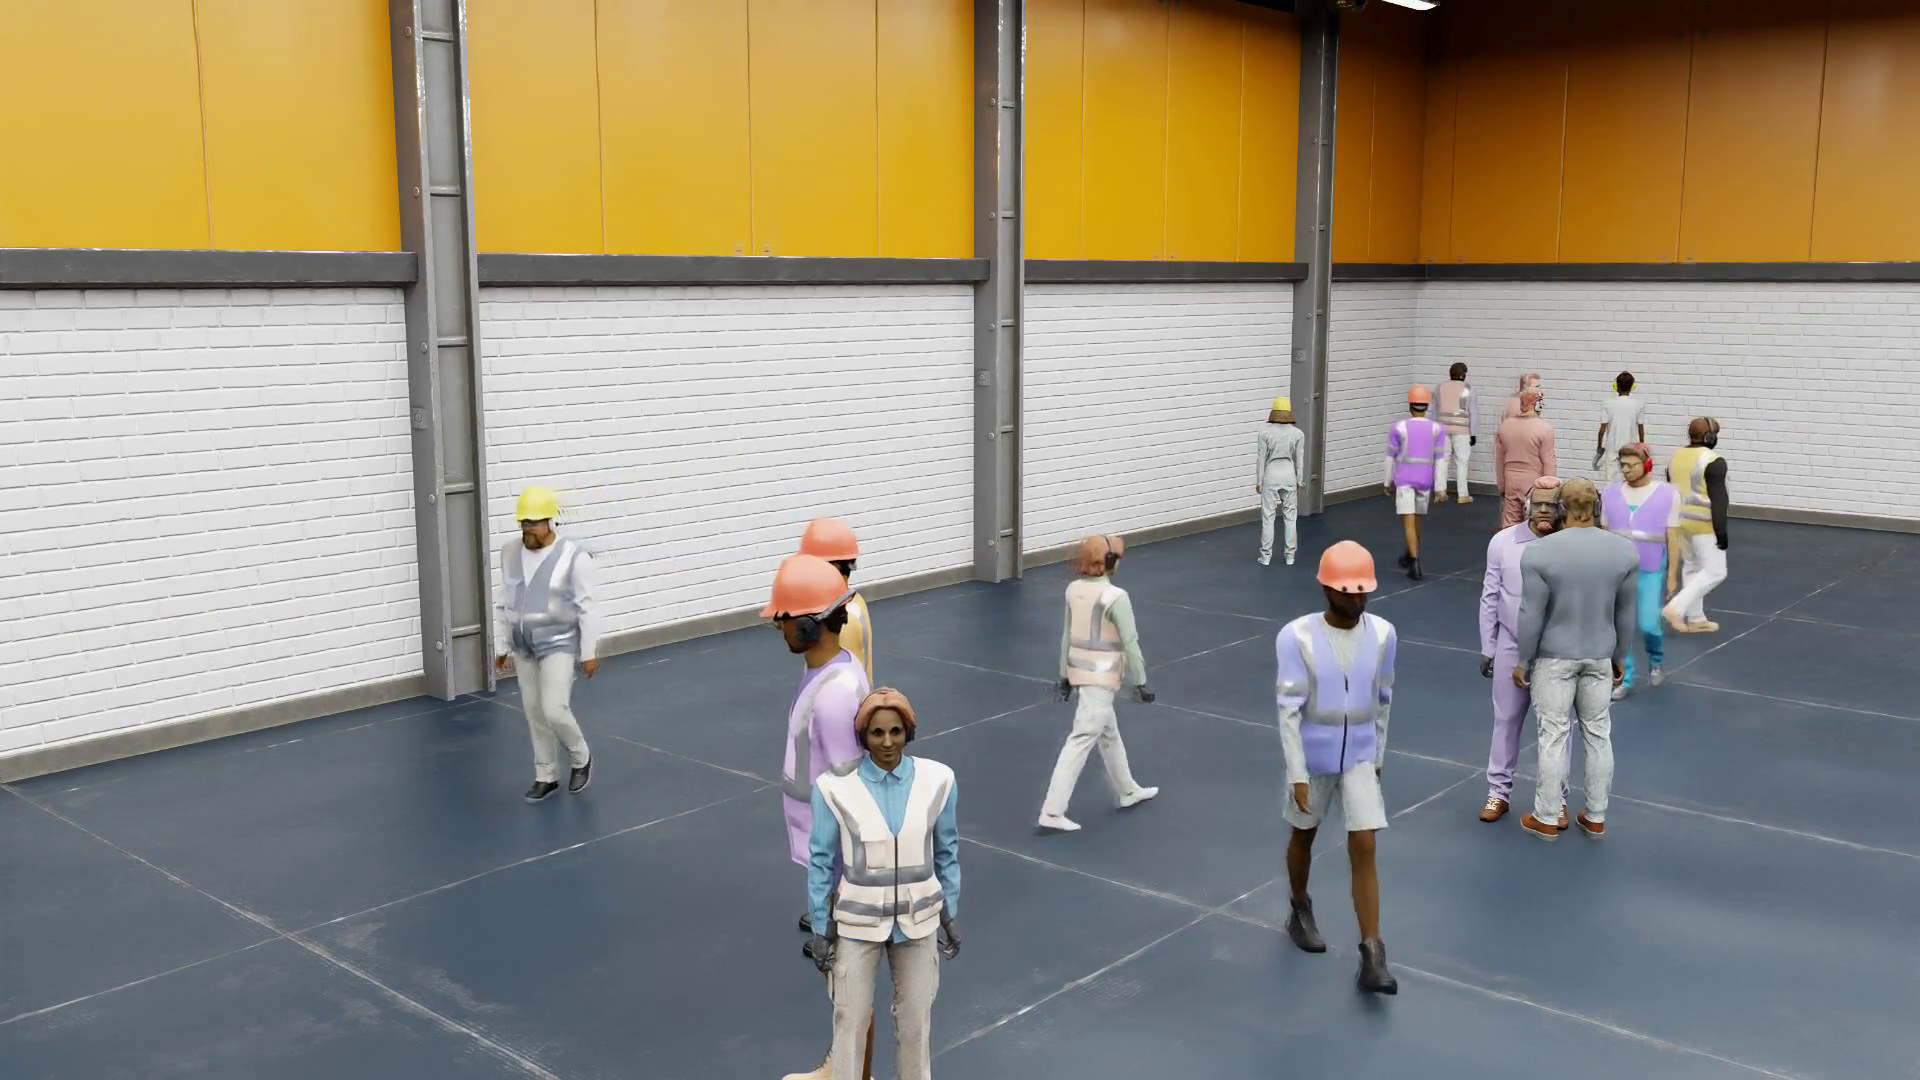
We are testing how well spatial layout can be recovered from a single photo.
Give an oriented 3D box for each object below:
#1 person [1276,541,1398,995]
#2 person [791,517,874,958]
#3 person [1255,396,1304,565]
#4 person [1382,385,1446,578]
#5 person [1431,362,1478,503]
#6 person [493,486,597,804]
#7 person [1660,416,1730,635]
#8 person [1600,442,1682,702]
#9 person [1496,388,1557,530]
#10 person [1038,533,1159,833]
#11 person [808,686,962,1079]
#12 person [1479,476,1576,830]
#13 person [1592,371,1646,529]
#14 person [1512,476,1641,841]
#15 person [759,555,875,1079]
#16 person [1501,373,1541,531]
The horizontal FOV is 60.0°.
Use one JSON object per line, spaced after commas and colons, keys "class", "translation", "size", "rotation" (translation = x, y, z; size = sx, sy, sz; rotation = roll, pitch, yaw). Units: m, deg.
{"class": "person", "translation": [1.596, 0.932, 6.998], "size": [0.548, 1.877, 0.999], "rotation": [-1, 9, -7]}
{"class": "person", "translation": [-0.553, 0.858, 7.288], "size": [0.361, 1.940, 0.543], "rotation": [-1, 9, -6]}
{"class": "person", "translation": [3.289, -0.609, 17.145], "size": [0.484, 1.736, 0.323], "rotation": [-1, 9, -4]}
{"class": "person", "translation": [4.522, -0.591, 16.548], "size": [0.554, 1.899, 0.985], "rotation": [0, 9, -1]}
{"class": "person", "translation": [6.498, -1.409, 21.831], "size": [0.624, 1.844, 0.430], "rotation": [8, 12, 40]}
{"class": "person", "translation": [-2.344, 0.592, 9.367], "size": [0.600, 1.815, 0.417], "rotation": [4, 10, 23]}
{"class": "person", "translation": [6.074, -0.106, 13.693], "size": [0.618, 1.826, 0.660], "rotation": [-2, 9, -10]}
{"class": "person", "translation": [4.774, 0.215, 11.686], "size": [0.592, 1.820, 0.522], "rotation": [8, 12, 42]}
{"class": "person", "translation": [5.427, -0.493, 15.886], "size": [0.407, 1.906, 0.638], "rotation": [-6, 11, -34]}
{"class": "person", "translation": [0.751, 0.763, 8.987], "size": [0.878, 1.591, 0.526], "rotation": [-5, 10, -27]}
{"class": "person", "translation": [-0.246, 1.289, 5.524], "size": [0.525, 1.639, 0.307], "rotation": [-3, 9, -17]}
{"class": "person", "translation": [3.124, 0.605, 8.980], "size": [0.638, 1.909, 0.408], "rotation": [4, 10, 23]}
{"class": "person", "translation": [7.645, -1.019, 19.309], "size": [0.583, 1.860, 0.361], "rotation": [2, 9, 14]}
{"class": "person", "translation": [3.220, 0.629, 8.750], "size": [0.627, 1.934, 0.372], "rotation": [0, 9, -3]}
{"class": "person", "translation": [-0.475, 1.058, 5.727], "size": [0.402, 2.036, 0.609], "rotation": [-1, 9, -7]}
{"class": "person", "translation": [6.348, -0.923, 18.628], "size": [0.569, 1.883, 0.678], "rotation": [4, 10, 25]}
